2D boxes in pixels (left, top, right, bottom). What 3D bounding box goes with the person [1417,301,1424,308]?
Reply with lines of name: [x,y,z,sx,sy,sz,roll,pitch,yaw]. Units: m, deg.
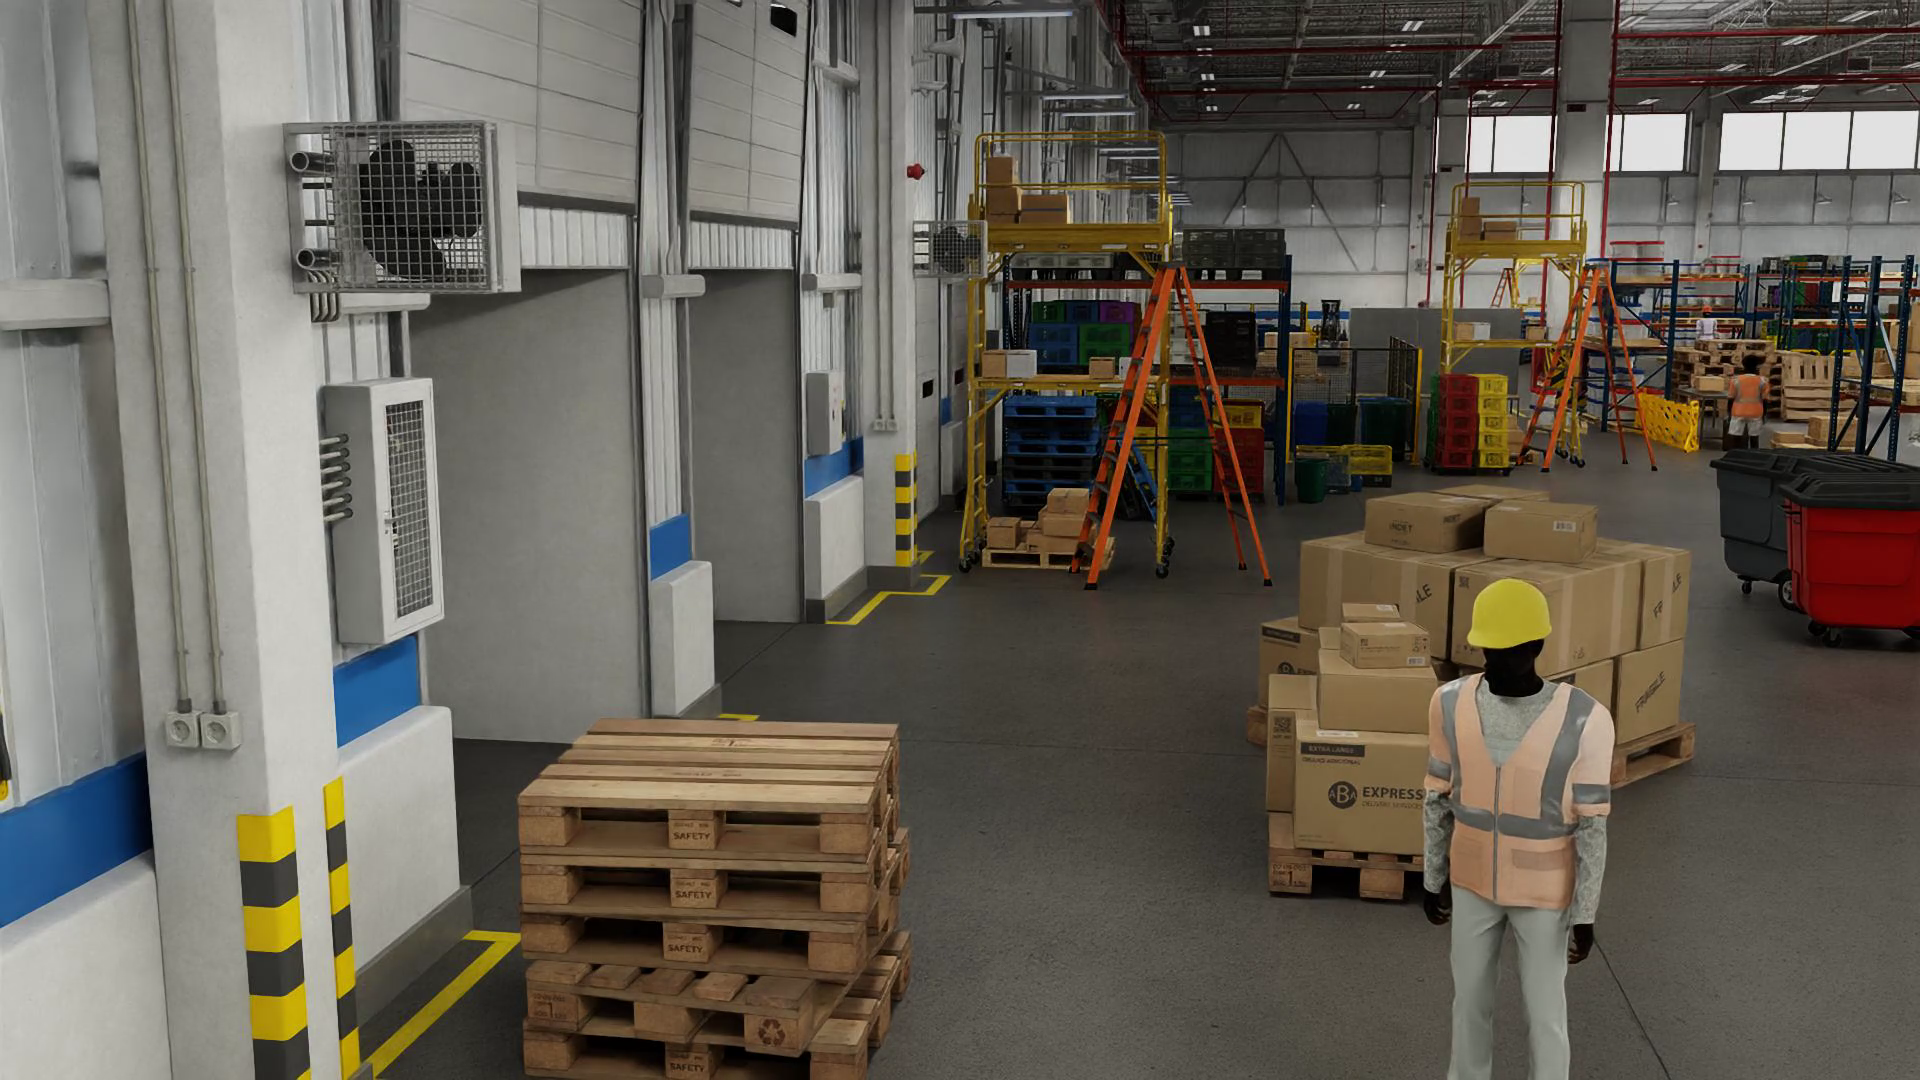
person: [14.253,-6.450,51.619,0.640,1.892,0.940,-4,10,-25]

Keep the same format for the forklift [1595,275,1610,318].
forklift: [15.026,-5.007,39.649,1.129,2.768,1.873,-7,12,-37]

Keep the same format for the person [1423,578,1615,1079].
person: [1.703,1.062,5.179,0.584,1.920,0.395,7,12,39]

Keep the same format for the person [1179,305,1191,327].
person: [6.120,-5.361,44.763,0.544,1.930,0.388,-6,11,-34]

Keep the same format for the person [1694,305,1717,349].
person: [19.379,-5.123,43.264,0.544,1.939,0.354,-1,9,-4]

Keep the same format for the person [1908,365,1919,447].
person: [15.613,-2.359,26.850,0.347,1.735,0.482,9,13,44]

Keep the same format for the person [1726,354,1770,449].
person: [10.895,-1.723,23.027,0.540,1.697,0.317,3,10,20]

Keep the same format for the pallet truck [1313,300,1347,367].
pallet truck: [11.159,-6.200,49.718,0.823,1.965,1.885,4,10,26]
